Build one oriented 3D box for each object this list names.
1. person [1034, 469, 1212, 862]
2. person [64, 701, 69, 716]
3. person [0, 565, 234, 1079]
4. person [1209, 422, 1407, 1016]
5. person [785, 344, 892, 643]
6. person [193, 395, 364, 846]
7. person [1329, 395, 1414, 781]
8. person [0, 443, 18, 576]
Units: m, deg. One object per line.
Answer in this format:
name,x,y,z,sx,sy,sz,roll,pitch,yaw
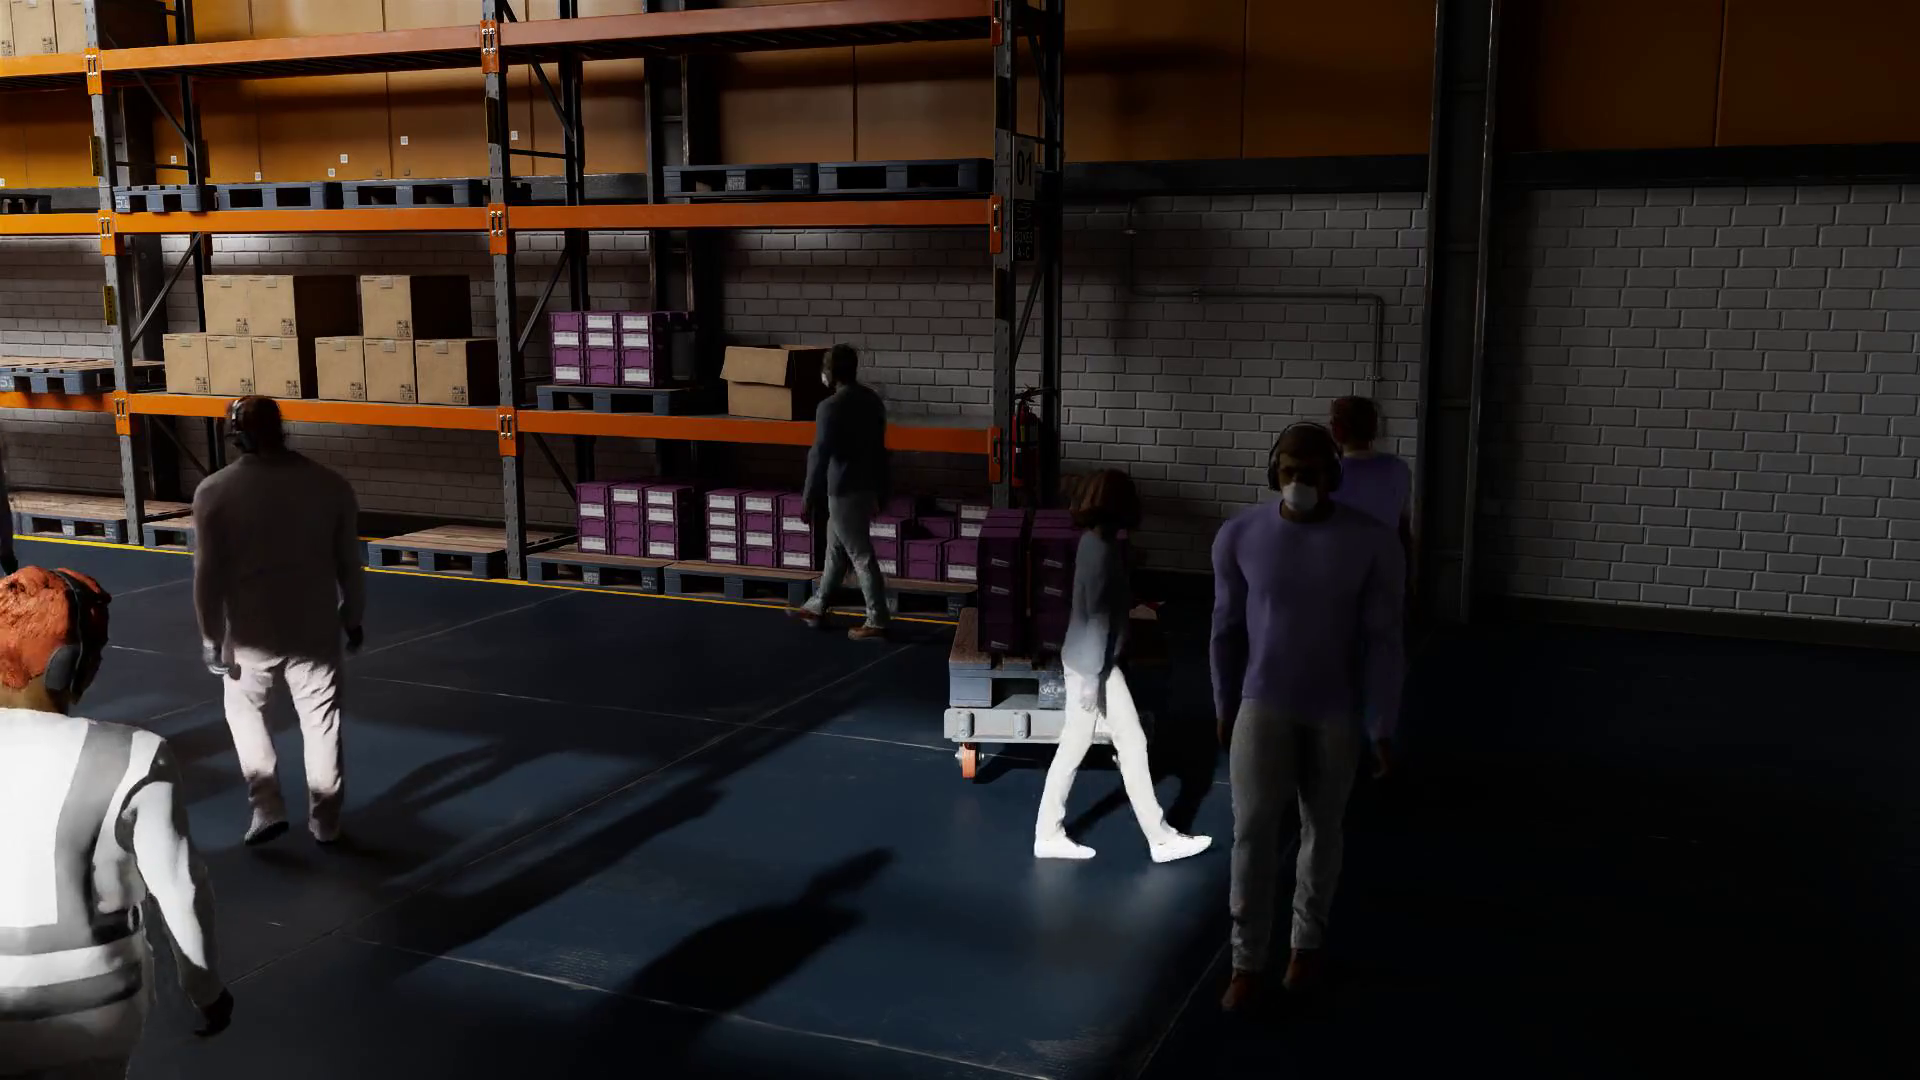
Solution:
person,0.661,0.515,6.693,0.788,1.593,0.538,-1,9,-4
person,-2.515,0.839,4.272,0.310,1.768,0.533,8,12,40
person,-1.810,0.951,3.386,0.584,1.826,1.031,0,9,2
person,1.097,0.588,5.348,0.632,1.916,0.743,2,10,14
person,-0.828,-0.300,10.673,0.945,1.897,0.664,4,10,25
person,-2.782,0.347,6.851,0.682,1.886,0.416,-6,11,-32
person,1.902,0.209,7.957,0.573,1.803,0.990,-4,10,-22
person,-5.269,0.051,8.568,0.777,1.898,0.611,2,10,13
